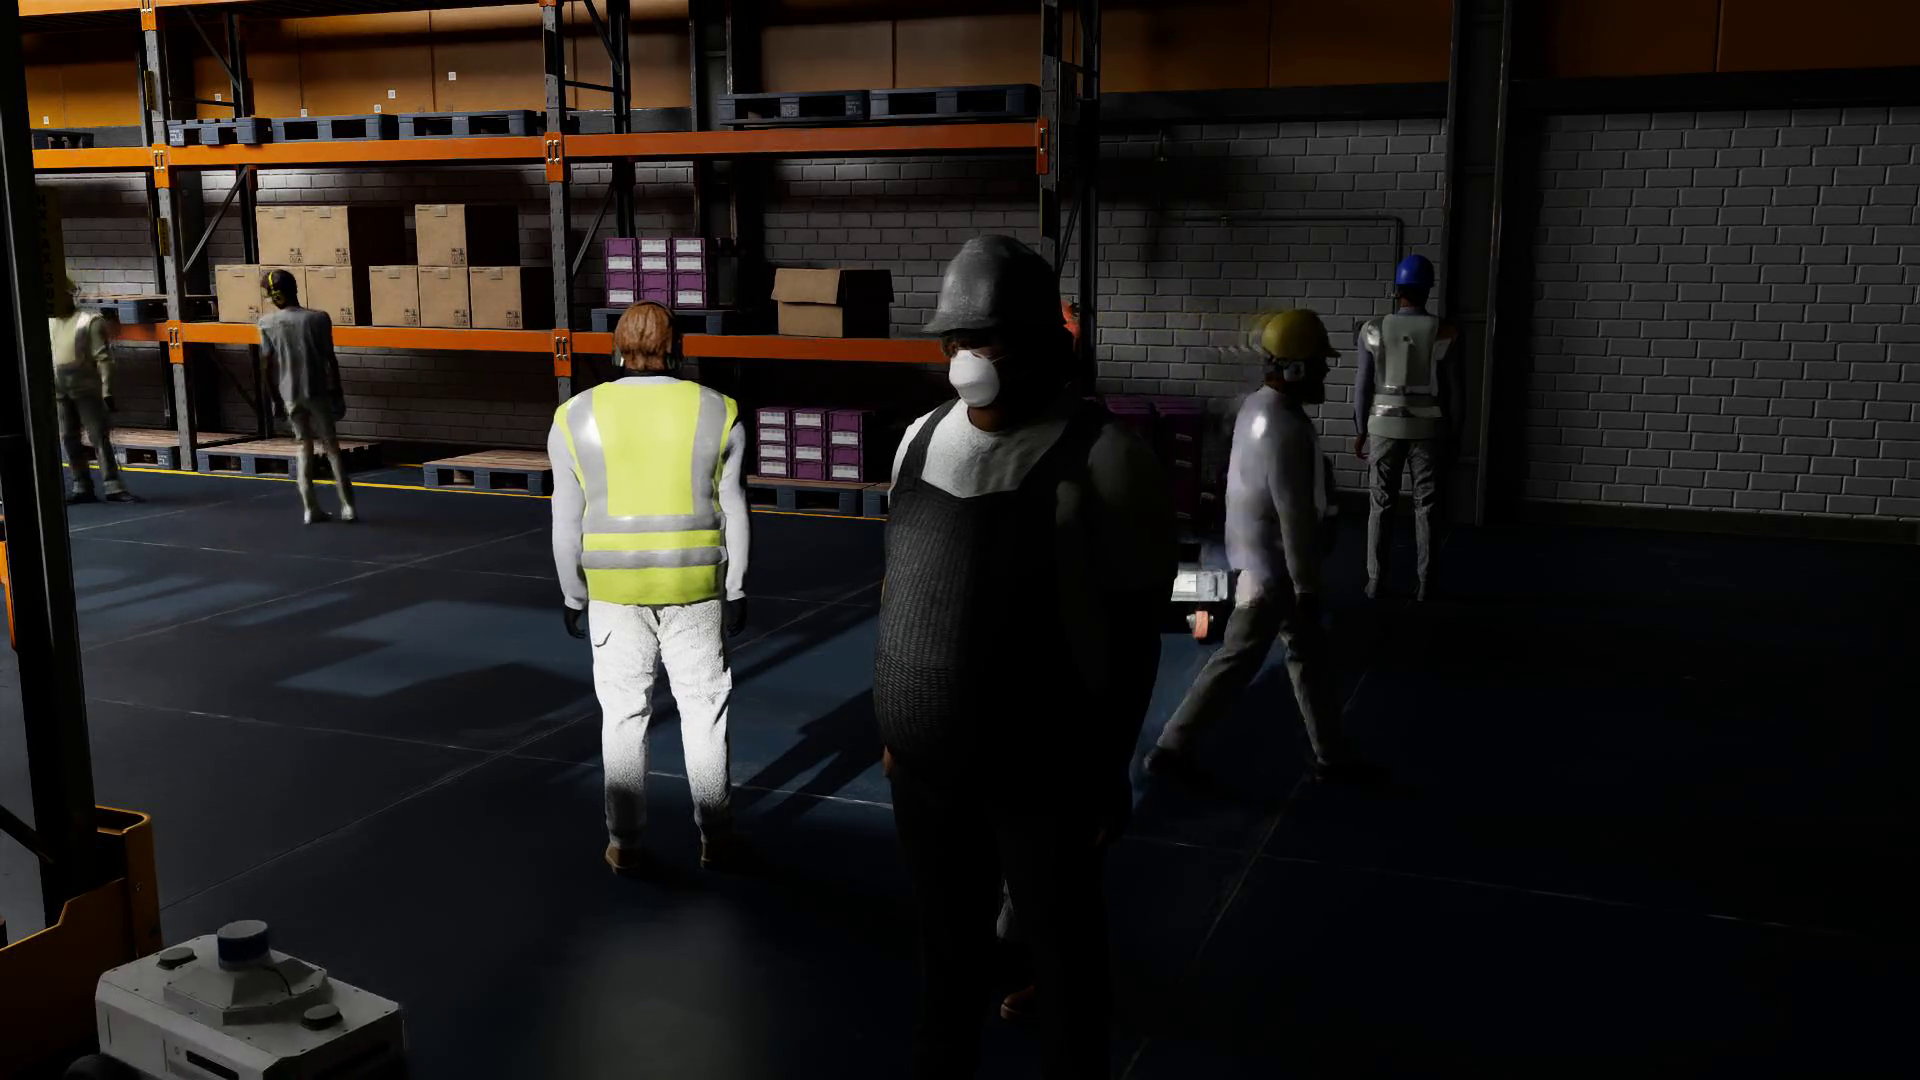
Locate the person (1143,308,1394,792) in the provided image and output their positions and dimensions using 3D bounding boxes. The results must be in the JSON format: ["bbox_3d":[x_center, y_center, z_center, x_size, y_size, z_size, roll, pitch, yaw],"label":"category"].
[{"bbox_3d":[1.117,0.056,6.058,0.923,1.797,0.608,1,10,3],"label":"person"}]

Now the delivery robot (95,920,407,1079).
[{"bbox_3d":[-1.533,1.067,3.596,0.707,0.478,0.477,7,12,33],"label":"delivery robot"}]

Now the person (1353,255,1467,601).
[{"bbox_3d":[2.532,-0.623,9.392,0.617,1.944,0.397,4,11,19],"label":"person"}]

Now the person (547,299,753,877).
[{"bbox_3d":[-0.974,0.161,5.321,0.624,1.844,0.430,-1,10,-8],"label":"person"}]

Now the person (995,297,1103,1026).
[{"bbox_3d":[0.202,0.312,4.360,0.355,1.885,0.575,-5,11,-26],"label":"person"}]

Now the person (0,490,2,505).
[{"bbox_3d":[-7.548,-1.085,12.822,0.307,1.640,0.519,-2,10,-9],"label":"person"}]

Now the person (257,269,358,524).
[{"bbox_3d":[-4.656,-1.011,11.912,0.608,1.824,0.404,-2,10,-12],"label":"person"}]

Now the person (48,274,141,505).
[{"bbox_3d":[-6.709,-1.143,12.689,0.710,1.820,0.411,1,10,3],"label":"person"}]
